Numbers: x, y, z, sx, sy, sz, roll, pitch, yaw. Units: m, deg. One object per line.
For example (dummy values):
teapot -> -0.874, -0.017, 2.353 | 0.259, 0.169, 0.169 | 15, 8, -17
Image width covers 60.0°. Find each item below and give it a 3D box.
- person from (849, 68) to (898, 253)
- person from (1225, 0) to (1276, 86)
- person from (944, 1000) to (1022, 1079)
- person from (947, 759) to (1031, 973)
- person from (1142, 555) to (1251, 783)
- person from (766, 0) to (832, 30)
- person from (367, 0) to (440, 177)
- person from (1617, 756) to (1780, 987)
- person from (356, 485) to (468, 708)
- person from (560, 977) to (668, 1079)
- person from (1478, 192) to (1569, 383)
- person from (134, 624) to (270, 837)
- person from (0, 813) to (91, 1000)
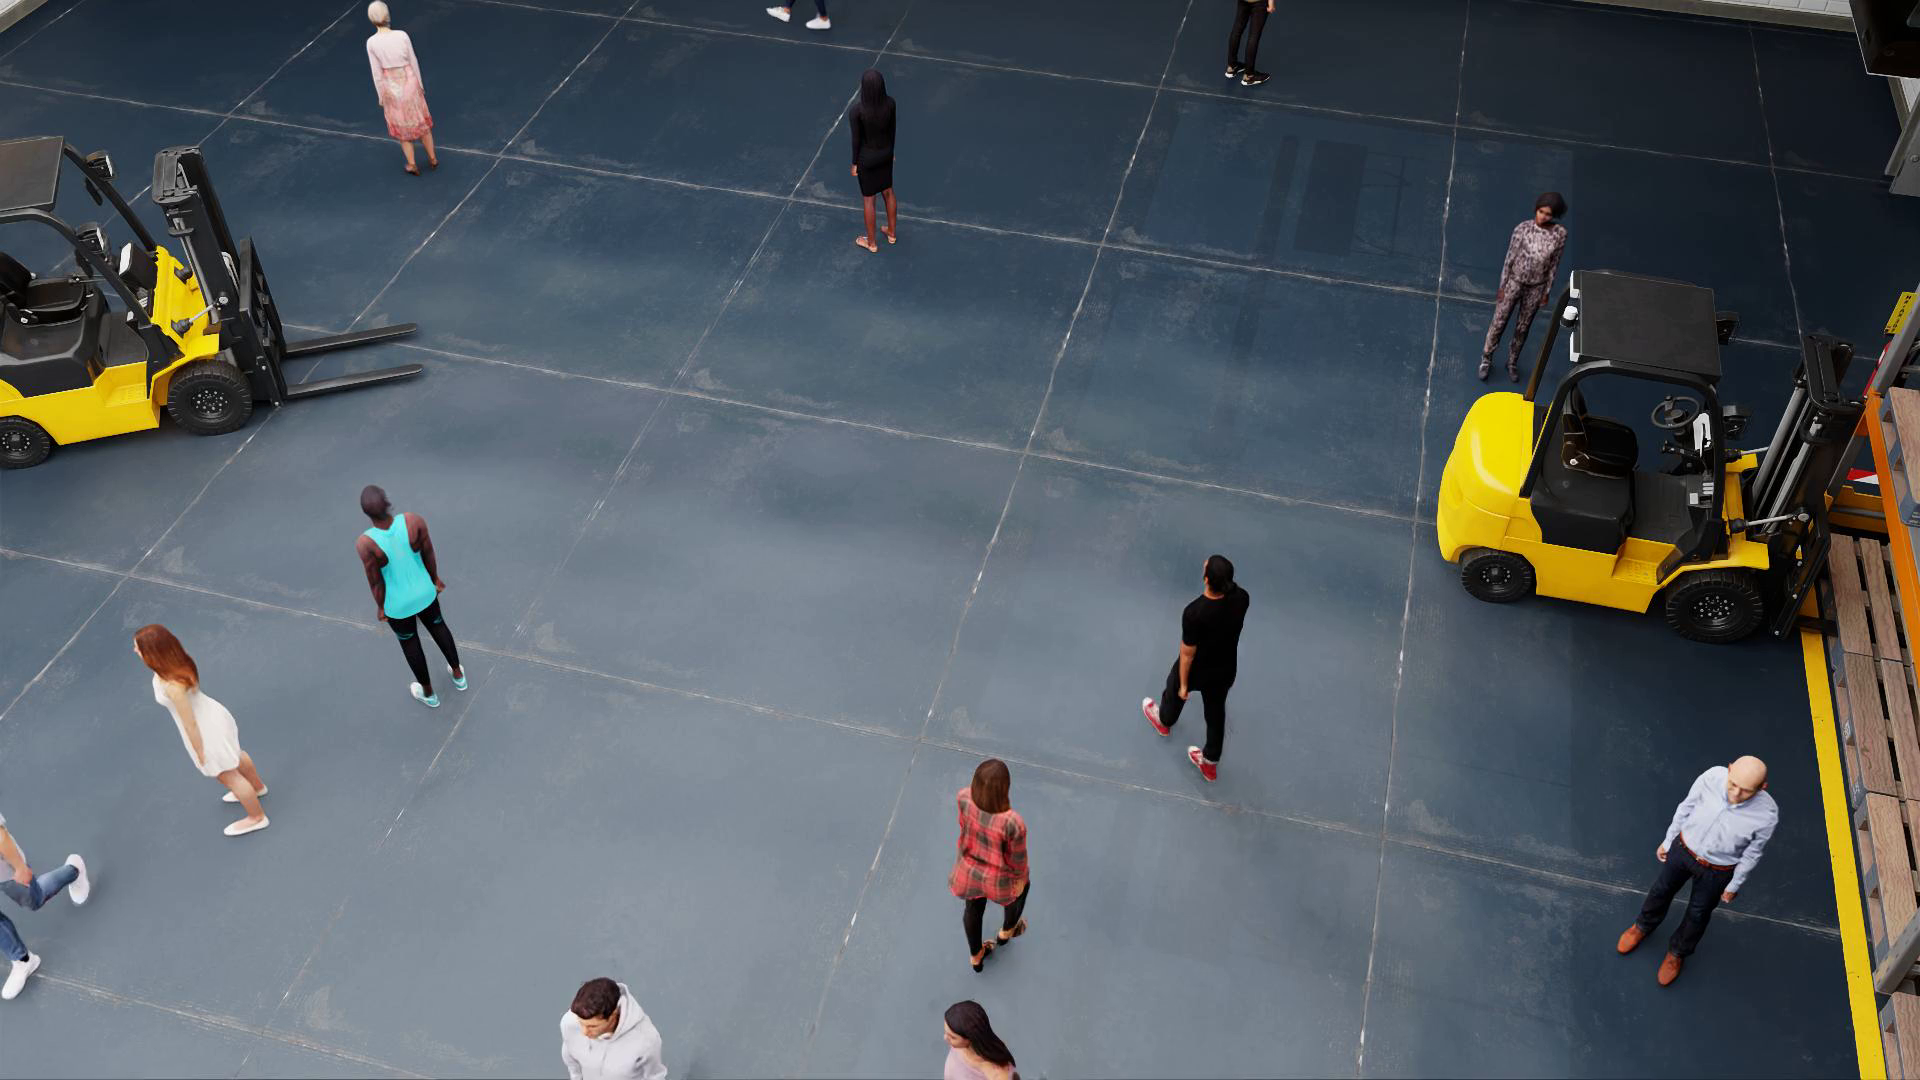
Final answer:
person -> -0.749, -3.332, 14.537 | 0.648, 1.721, 0.737 | -27, 50, -25
person -> 2.955, -5.519, 16.739 | 0.781, 1.851, 0.749 | -27, 50, -25
person -> 0.212, 2.748, 8.115 | 1.132, 1.776, 0.998 | -35, 53, -31
person -> 0.120, 1.846, 9.125 | 0.735, 1.689, 0.793 | 23, 48, 23
person -> 1.548, 0.832, 10.161 | 0.992, 1.729, 1.080 | -18, 46, -18
person -> -1.556, -6.212, 17.537 | 0.765, 1.753, 0.923 | 4, 44, 4
person -> -5.189, -4.179, 15.448 | 0.697, 1.691, 0.752 | -20, 47, -20
person -> 4.085, 1.758, 9.145 | 0.756, 1.790, 0.735 | -33, 53, -30
person -> -3.515, 0.357, 10.600 | 0.652, 1.810, 0.754 | -31, 52, -28
person -> -1.610, 2.610, 8.161 | 0.713, 1.914, 1.012 | 9, 44, 9
person -> 4.464, -2.002, 13.147 | 0.577, 1.715, 0.538 | 7, 44, 8
person -> -4.488, 1.103, 9.894 | 0.722, 1.705, 0.637 | -15, 46, -15
person -> -5.331, 1.687, 9.164 | 0.811, 1.866, 1.125 | 3, 44, 3
